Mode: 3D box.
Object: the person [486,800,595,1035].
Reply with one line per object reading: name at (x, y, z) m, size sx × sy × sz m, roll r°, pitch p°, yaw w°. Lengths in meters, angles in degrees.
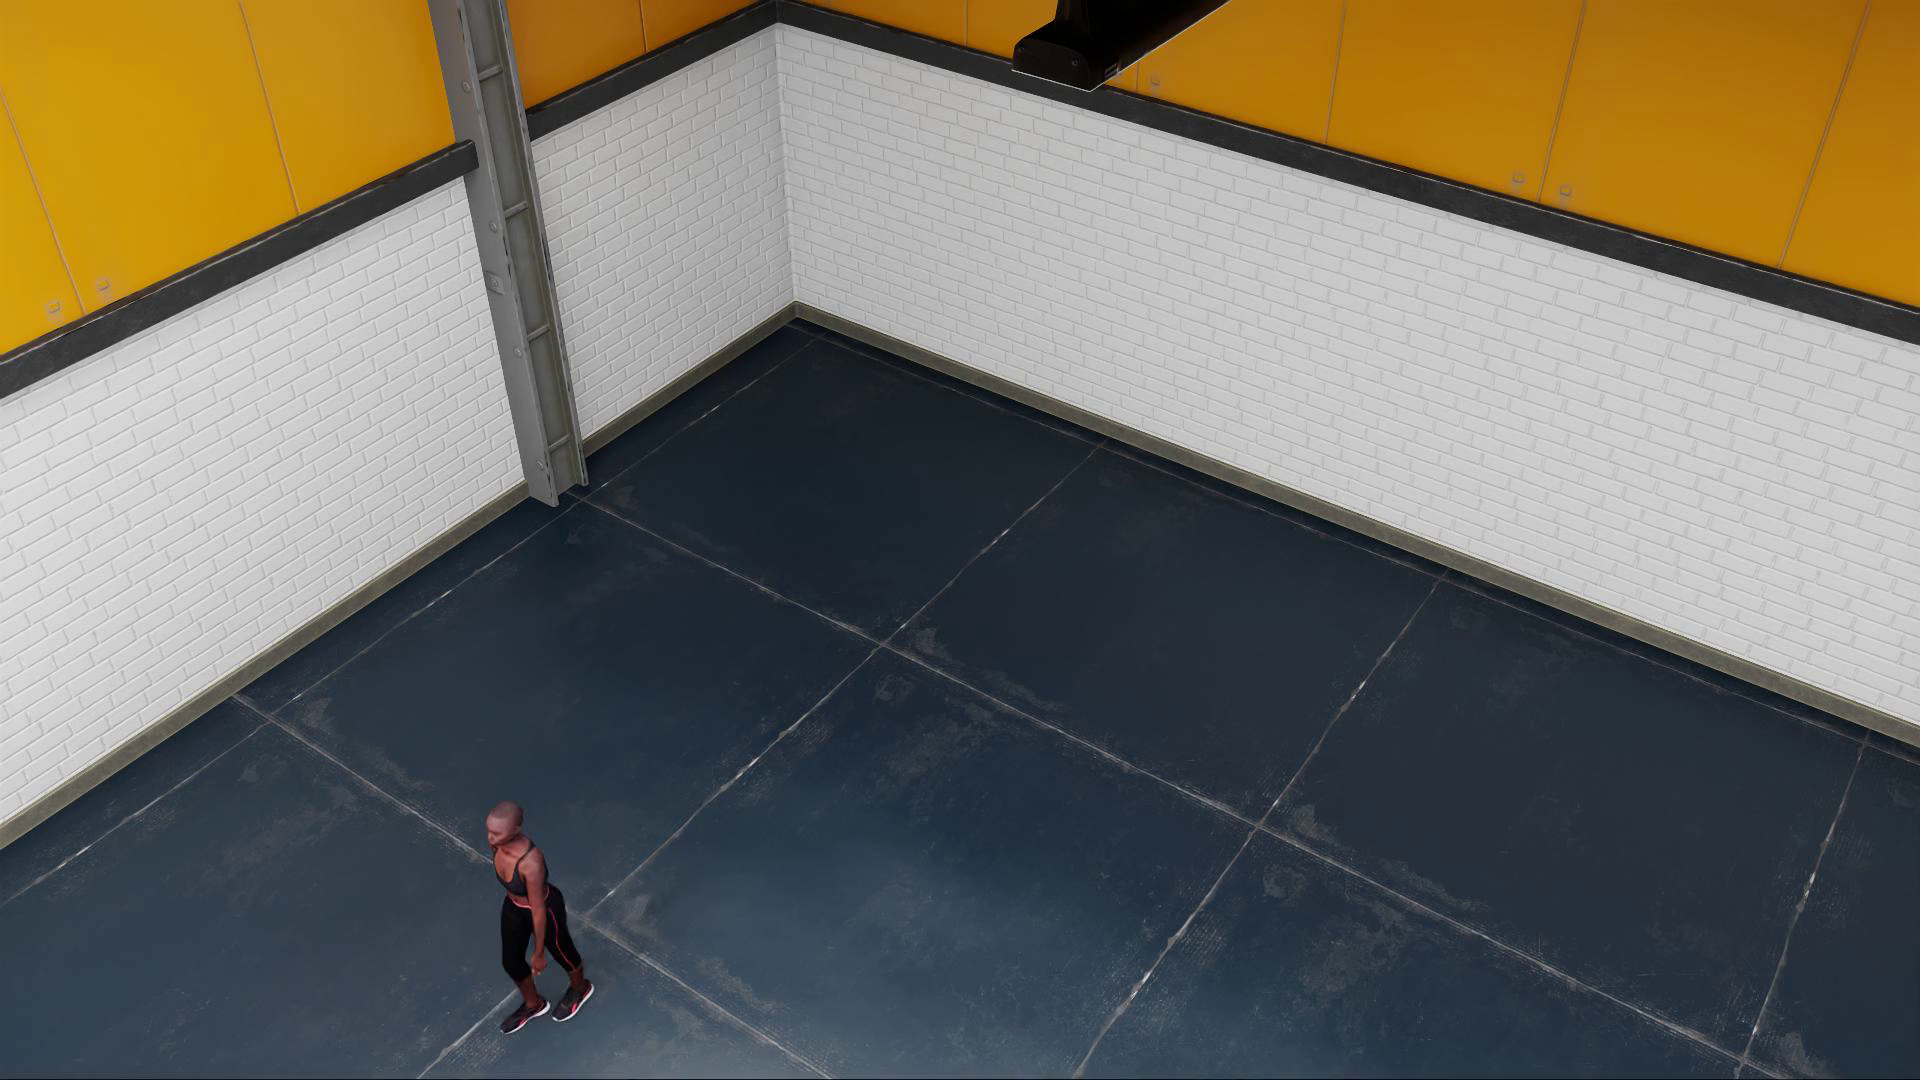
person at (-2.215, 1.971, 9.014) m, size 0.604 × 1.744 × 0.756 m, roll 24°, pitch 45°, yaw 27°
